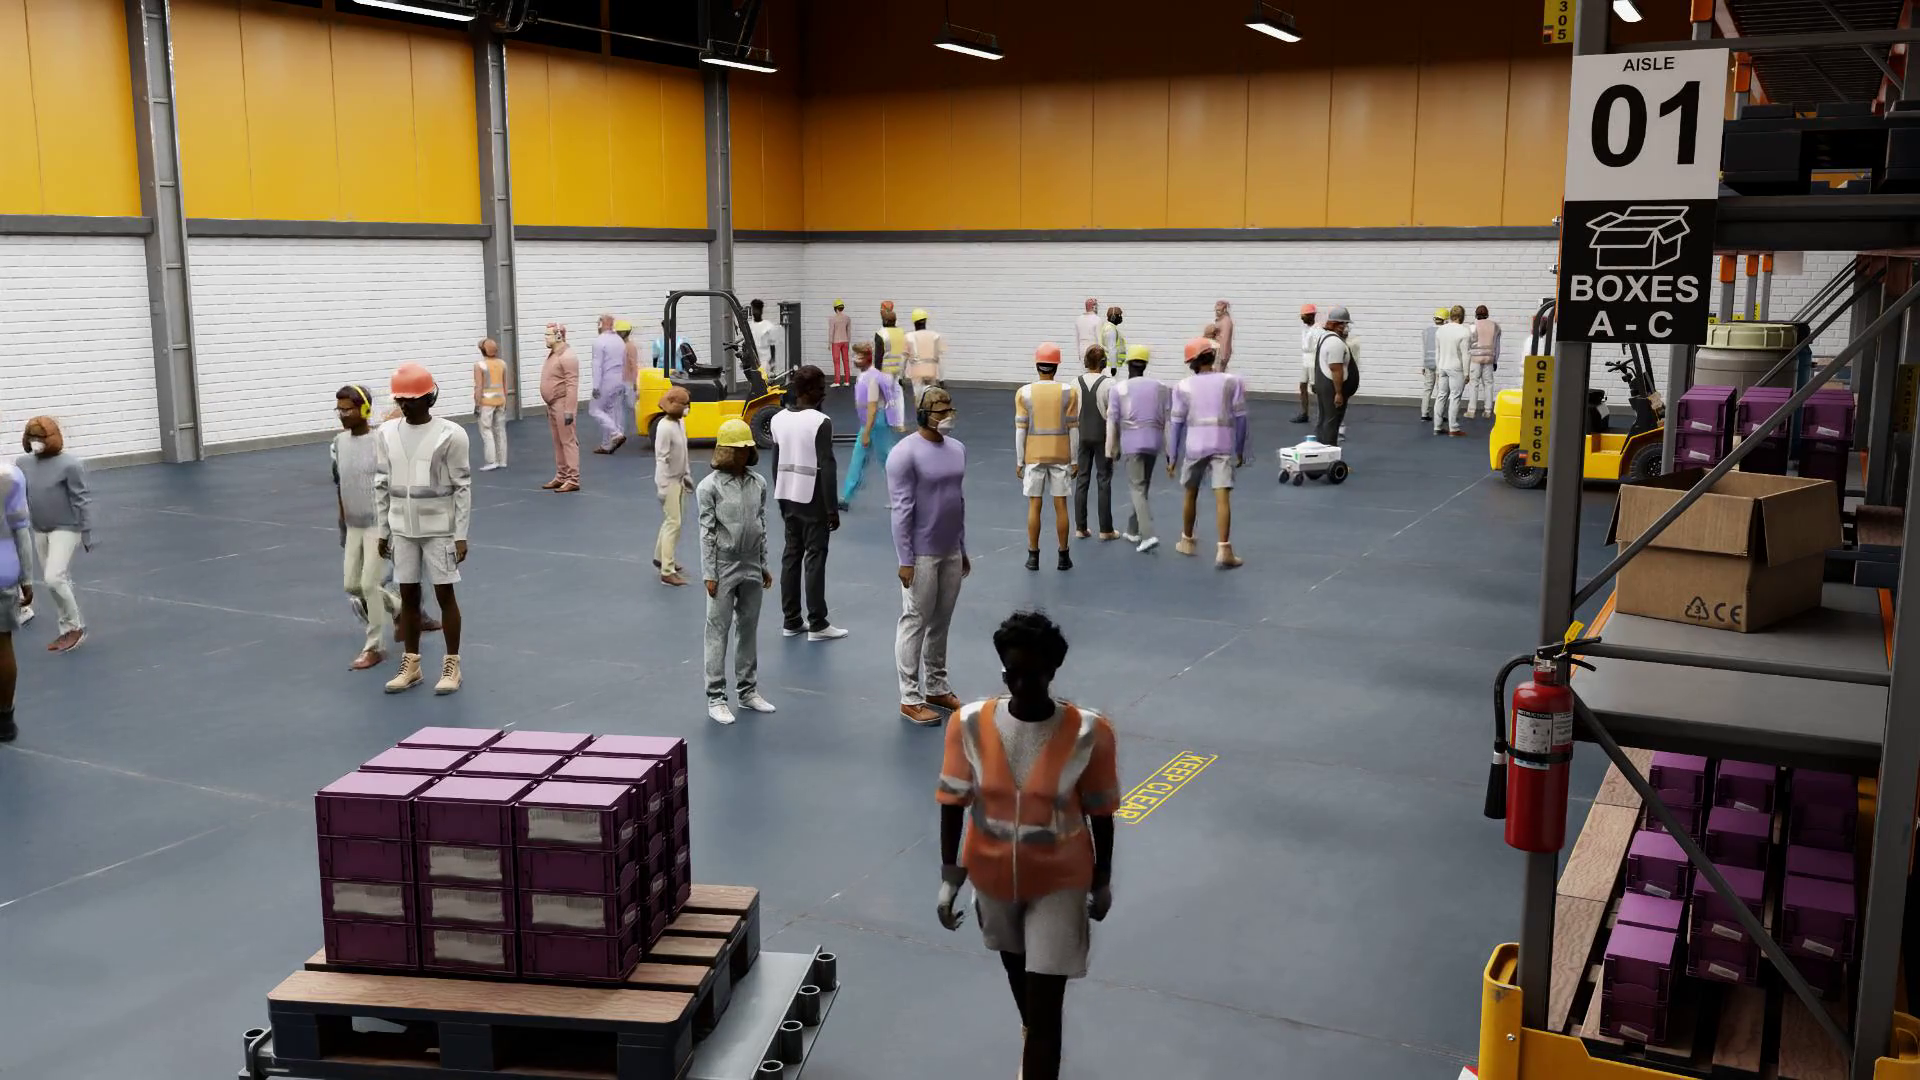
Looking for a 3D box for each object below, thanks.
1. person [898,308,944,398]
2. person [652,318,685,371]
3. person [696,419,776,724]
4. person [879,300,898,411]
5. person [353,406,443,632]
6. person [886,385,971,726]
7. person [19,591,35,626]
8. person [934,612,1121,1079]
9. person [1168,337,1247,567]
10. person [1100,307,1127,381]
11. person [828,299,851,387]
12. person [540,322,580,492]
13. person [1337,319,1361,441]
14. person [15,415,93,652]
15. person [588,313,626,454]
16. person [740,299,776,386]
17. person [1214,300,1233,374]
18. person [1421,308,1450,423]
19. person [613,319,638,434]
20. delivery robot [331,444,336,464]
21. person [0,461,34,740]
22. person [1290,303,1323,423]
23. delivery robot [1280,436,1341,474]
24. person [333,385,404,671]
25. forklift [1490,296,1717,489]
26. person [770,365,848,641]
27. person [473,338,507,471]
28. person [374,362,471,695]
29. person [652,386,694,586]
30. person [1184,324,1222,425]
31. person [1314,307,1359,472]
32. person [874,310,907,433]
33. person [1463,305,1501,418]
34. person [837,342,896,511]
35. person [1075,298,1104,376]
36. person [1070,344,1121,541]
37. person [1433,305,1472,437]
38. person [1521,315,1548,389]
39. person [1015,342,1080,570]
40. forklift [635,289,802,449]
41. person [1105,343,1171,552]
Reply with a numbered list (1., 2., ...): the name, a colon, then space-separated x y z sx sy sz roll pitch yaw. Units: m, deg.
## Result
1. person: -0.552 -2.332 23.633 0.605 1.893 0.651 -4 11 -22
2. person: -4.535 -2.642 26.043 0.544 1.678 0.603 1 10 5
3. person: -1.283 0.172 9.597 0.294 1.744 0.487 9 13 41
4. person: -1.202 -3.118 28.235 0.337 1.882 0.584 -3 10 -18
5. person: -3.992 -0.141 11.741 0.543 1.620 0.513 9 14 43
6. person: -0.158 0.079 9.569 0.372 1.940 0.631 7 12 35
7. person: -6.994 -0.106 11.644 0.517 1.599 0.846 8 13 40
8. person: 0.196 1.015 4.987 0.533 1.640 0.923 3 10 17
9. person: 2.150 -0.766 14.445 0.665 1.969 0.949 1 10 8
10. person: 2.418 -2.765 26.312 0.428 1.842 0.631 0 10 0
11. person: -2.421 -3.940 33.337 0.525 1.769 0.313 -8 13 -39
12. person: -4.527 -1.494 18.766 0.402 1.910 0.638 -6 12 -32
13. person: 5.437 -2.323 23.809 0.617 1.818 0.431 -1 10 -7
14. person: -6.099 -0.035 11.156 0.519 1.617 0.448 3 10 18
15. person: -4.700 -2.073 22.160 0.455 1.886 0.664 4 10 21
16. person: -3.297 -3.018 27.486 0.615 1.944 0.815 5 11 26
17. person: 4.571 -3.243 28.972 0.489 1.880 0.656 1 10 6
18. person: 7.591 -2.768 26.395 0.403 1.826 0.596 -9 13 -43
19. person: -4.749 -2.317 24.007 0.718 1.745 0.529 -8 13 -40
20. delivery robot: -7.186 -1.013 19.621 0.477 0.478 0.707 -6 12 -31
21. person: -5.297 0.198 8.969 0.546 1.919 0.629 -6 11 -31
22. person: 5.661 -2.791 26.307 0.793 1.906 0.560 -2 10 -12
23. delivery robot: 4.091 -0.975 19.401 0.707 0.478 0.477 -5 11 -27
24. person: -3.837 -0.103 10.883 0.538 1.848 0.637 4 11 22
25. forklift: 7.296 -1.677 18.993 2.313 2.155 1.214 5 11 27
26. person: -1.076 -0.255 11.577 0.587 1.914 0.390 9 13 42
27. person: -5.810 -1.681 20.631 0.307 1.641 0.524 6 12 32
28. person: -3.277 -0.064 10.123 0.605 2.035 0.384 2 10 9
29. person: -2.392 -0.459 13.642 0.459 1.609 0.699 1 10 6
30. person: 3.678 -2.461 25.177 0.555 1.619 0.542 -7 12 -34
31. person: 4.630 -1.850 20.438 0.535 2.000 0.684 0 10 -3
32. person: -1.057 -2.517 24.885 0.429 1.840 0.631 10 14 44
33. person: 8.485 -2.907 27.153 0.623 1.838 0.430 -1 10 -6
34. person: -0.945 -1.164 17.249 0.957 1.772 0.642 -3 10 -19
35. person: 2.282 -3.214 28.716 0.407 1.912 0.641 -8 12 -38
36. person: 1.268 -0.909 15.558 0.508 1.847 0.345 5 11 26
37. person: 7.218 -2.471 24.373 0.377 1.930 0.627 -6 11 -31
38. person: 7.816 -2.111 22.503 0.648 1.873 0.607 -1 10 -7
39. person: 0.737 -0.703 14.095 0.543 1.940 0.361 0 10 3
40. forklift: -3.358 -2.392 23.136 2.313 2.155 1.214 -1 10 -5
41. person: 1.646 -0.851 15.150 0.622 1.880 0.946 -3 10 -17
